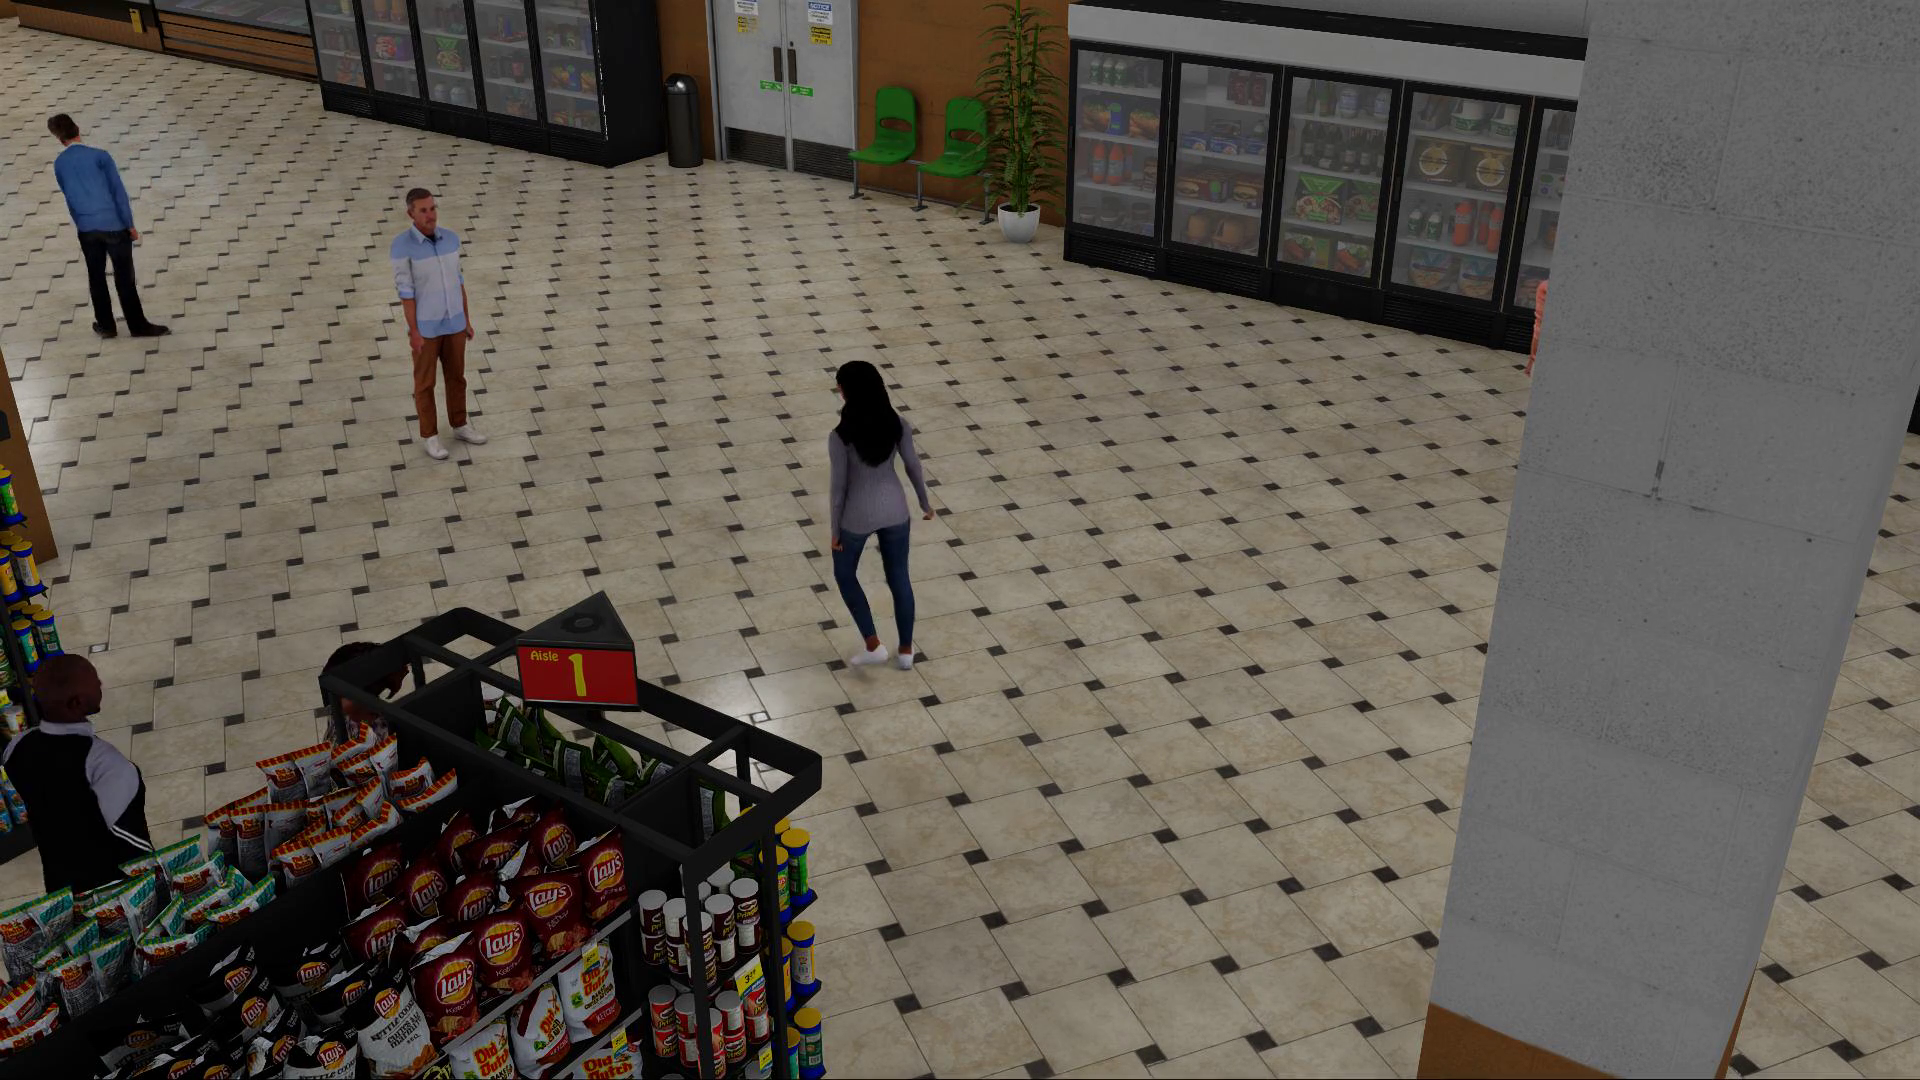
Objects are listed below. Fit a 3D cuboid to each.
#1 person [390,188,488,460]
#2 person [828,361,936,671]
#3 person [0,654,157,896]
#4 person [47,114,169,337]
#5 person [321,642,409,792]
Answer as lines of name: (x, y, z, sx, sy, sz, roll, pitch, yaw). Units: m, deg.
person: (-3.546, -1.484, 11.230, 0.750, 1.827, 0.527, 20, 33, 34)
person: (-0.427, -0.068, 8.556, 0.793, 1.719, 0.925, -7, 28, -13)
person: (-3.086, 1.253, 5.853, 0.832, 1.809, 0.966, 8, 28, 16)
person: (-6.803, -2.489, 13.273, 0.881, 1.771, 0.810, 10, 28, 18)
person: (-2.082, 1.100, 6.292, 1.131, 1.684, 0.748, -22, 34, -36)
